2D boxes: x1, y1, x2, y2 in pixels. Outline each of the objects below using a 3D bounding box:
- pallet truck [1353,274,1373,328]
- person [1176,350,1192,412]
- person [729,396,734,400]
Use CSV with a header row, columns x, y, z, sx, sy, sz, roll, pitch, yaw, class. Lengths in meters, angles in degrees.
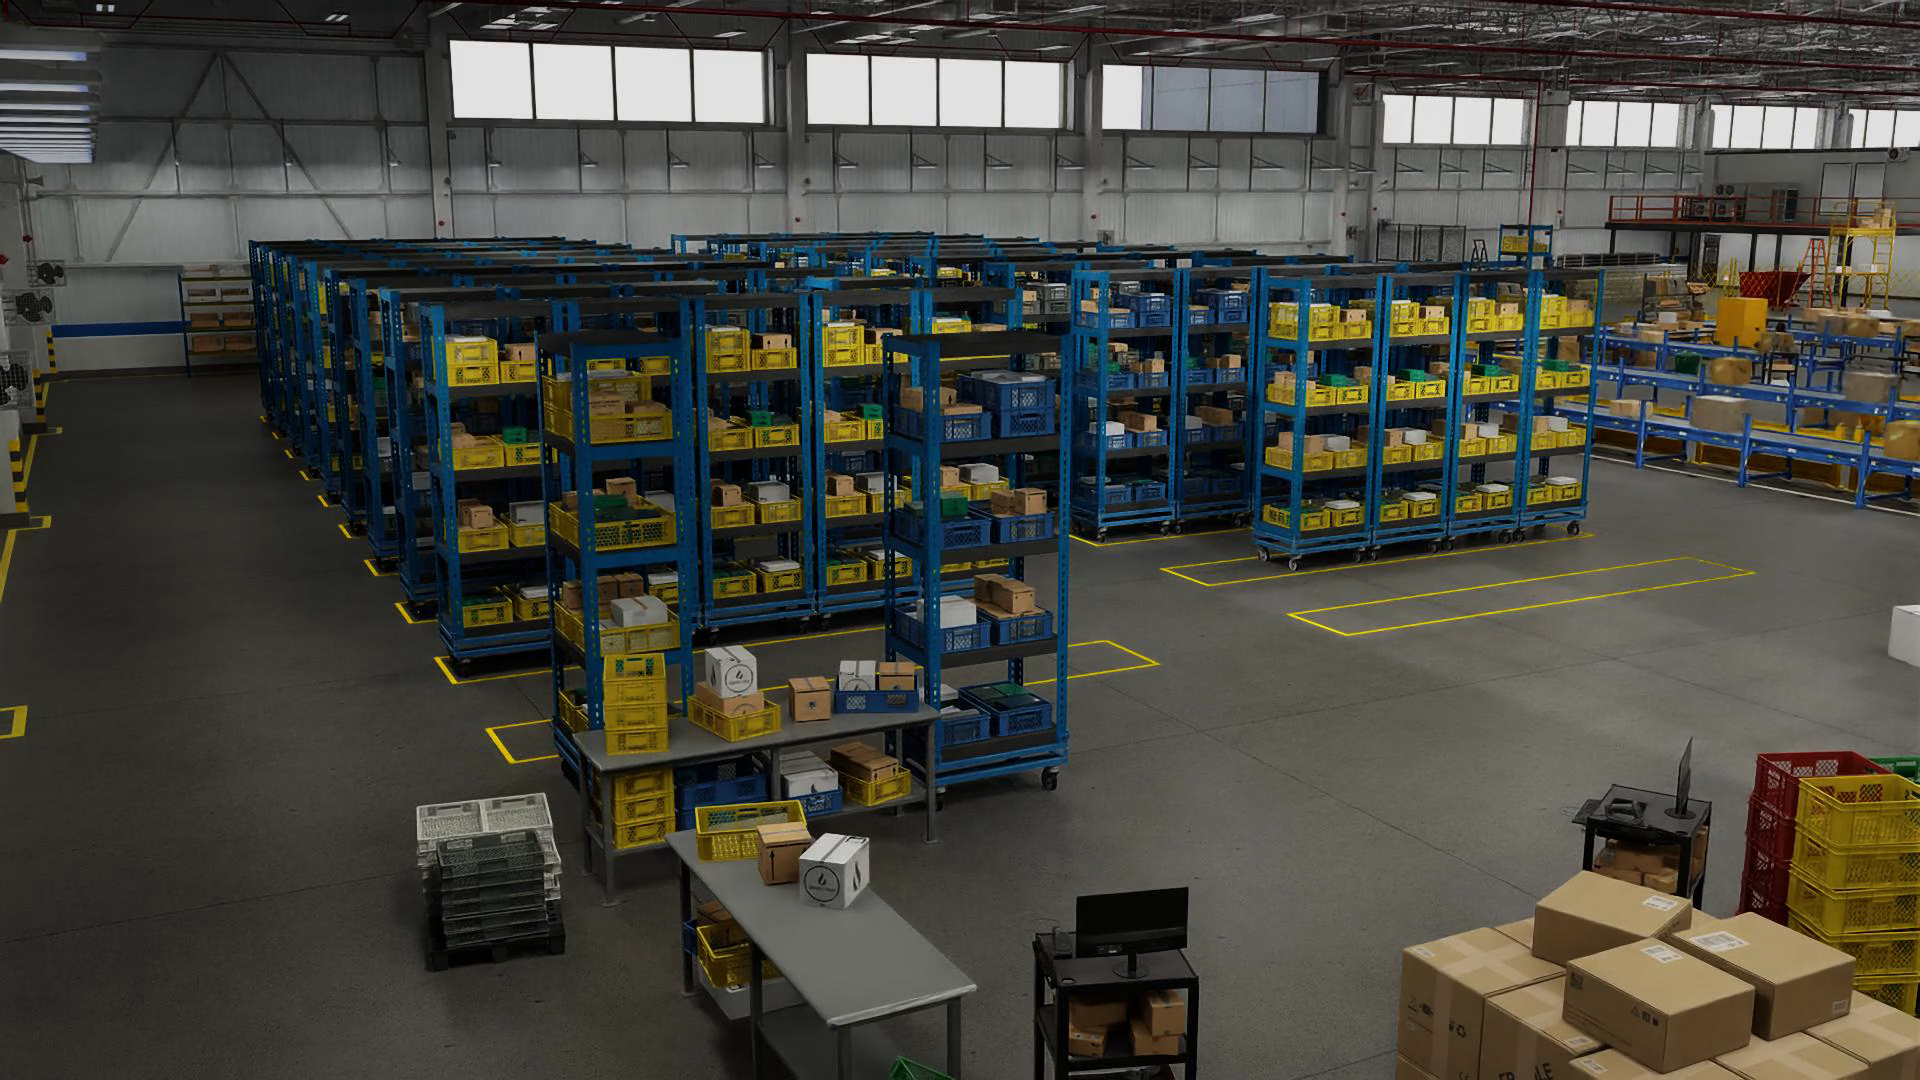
x,y,z,sx,sy,sz,roll,pitch,yaw,class
13.011,-8.050,55.243,0.823,1.965,1.885,-7,14,-28,pallet truck
4.657,-3.699,34.809,0.626,2.033,0.553,1,12,3,person
-4.483,-3.008,31.744,0.616,1.968,0.922,-1,12,-3,person
